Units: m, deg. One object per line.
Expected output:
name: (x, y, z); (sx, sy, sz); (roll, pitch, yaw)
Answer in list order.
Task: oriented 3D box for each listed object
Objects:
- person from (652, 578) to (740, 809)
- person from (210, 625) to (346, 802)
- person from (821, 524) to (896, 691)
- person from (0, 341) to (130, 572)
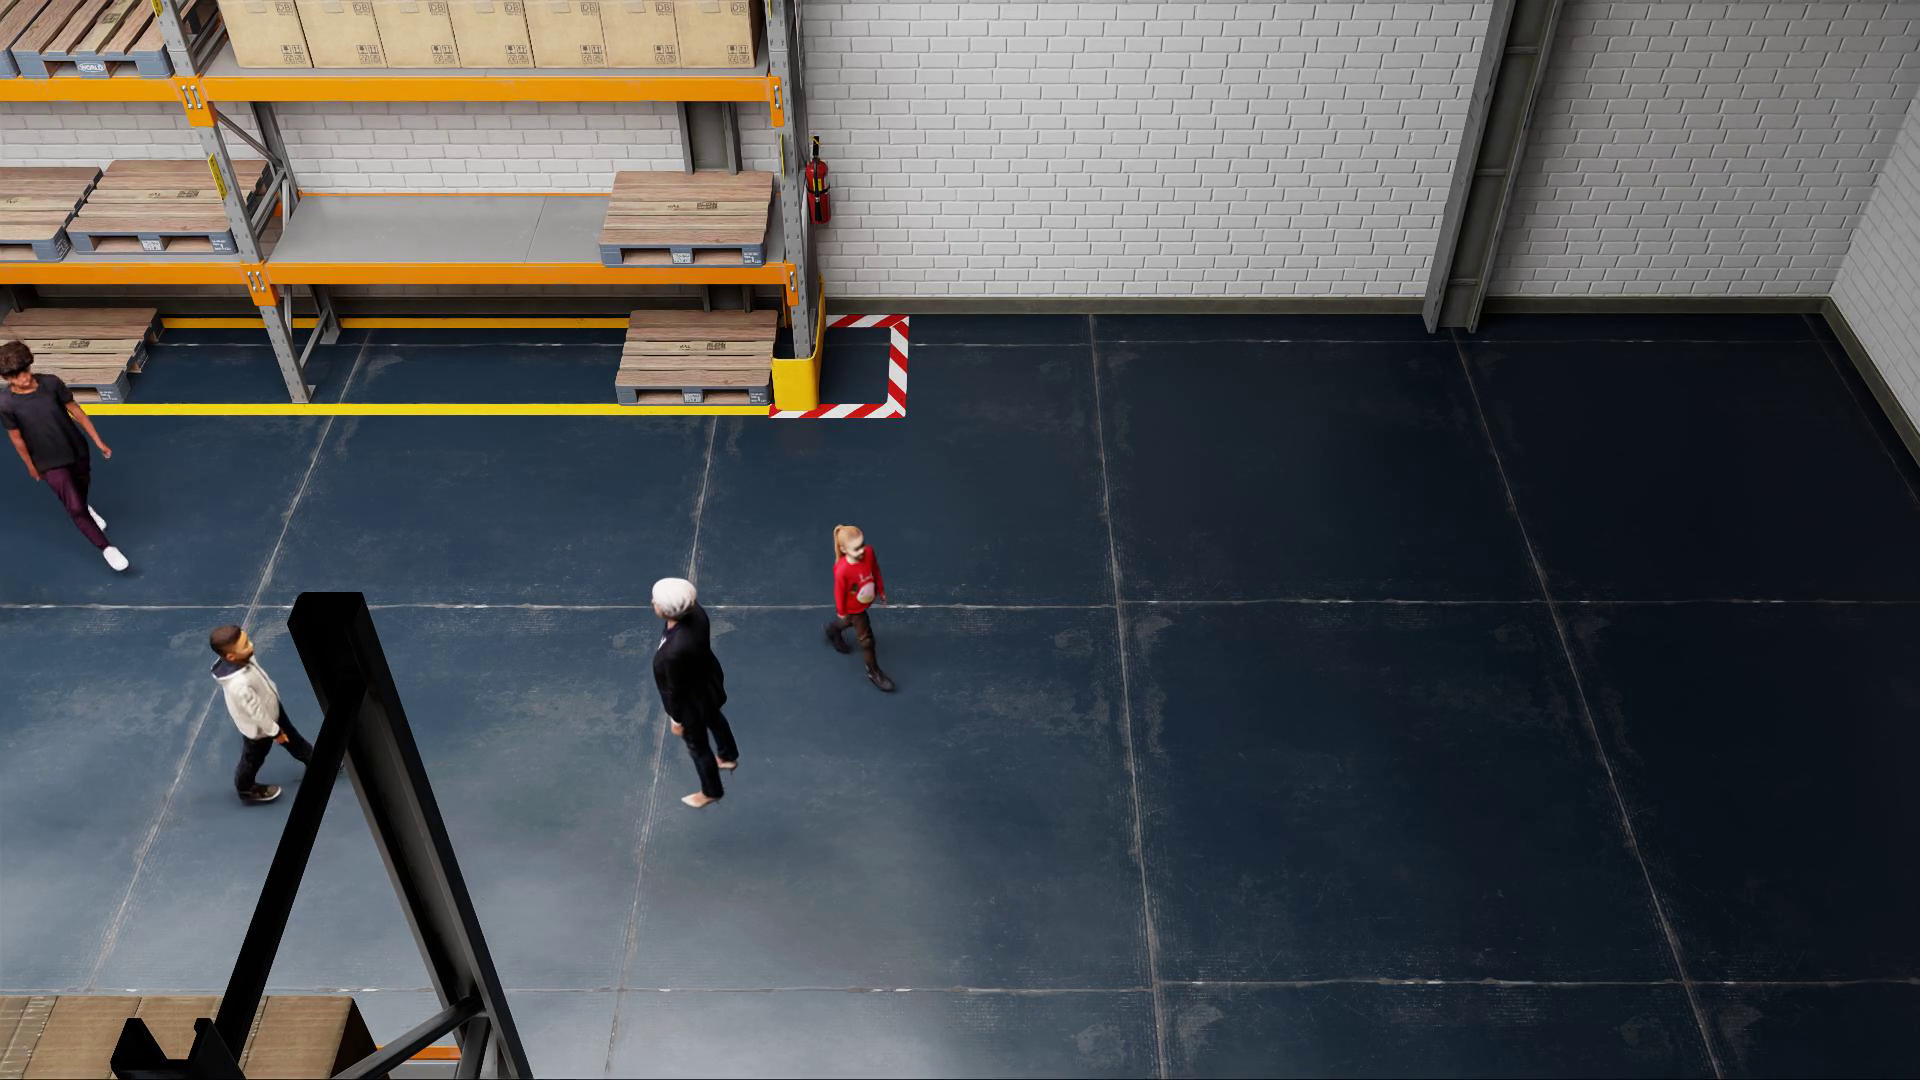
person: (-1.446, 0.799, 9.096); (0.635, 1.778, 0.745); (6, 44, 6)
person: (-4.229, 1.061, 9.856); (1.027, 1.419, 0.773); (-11, 45, -11)
person: (-0.697, 0.364, 10.698); (0.938, 1.267, 0.799); (26, 49, 24)
person: (-6.222, -0.654, 11.424); (1.184, 1.740, 1.060); (28, 50, 27)
